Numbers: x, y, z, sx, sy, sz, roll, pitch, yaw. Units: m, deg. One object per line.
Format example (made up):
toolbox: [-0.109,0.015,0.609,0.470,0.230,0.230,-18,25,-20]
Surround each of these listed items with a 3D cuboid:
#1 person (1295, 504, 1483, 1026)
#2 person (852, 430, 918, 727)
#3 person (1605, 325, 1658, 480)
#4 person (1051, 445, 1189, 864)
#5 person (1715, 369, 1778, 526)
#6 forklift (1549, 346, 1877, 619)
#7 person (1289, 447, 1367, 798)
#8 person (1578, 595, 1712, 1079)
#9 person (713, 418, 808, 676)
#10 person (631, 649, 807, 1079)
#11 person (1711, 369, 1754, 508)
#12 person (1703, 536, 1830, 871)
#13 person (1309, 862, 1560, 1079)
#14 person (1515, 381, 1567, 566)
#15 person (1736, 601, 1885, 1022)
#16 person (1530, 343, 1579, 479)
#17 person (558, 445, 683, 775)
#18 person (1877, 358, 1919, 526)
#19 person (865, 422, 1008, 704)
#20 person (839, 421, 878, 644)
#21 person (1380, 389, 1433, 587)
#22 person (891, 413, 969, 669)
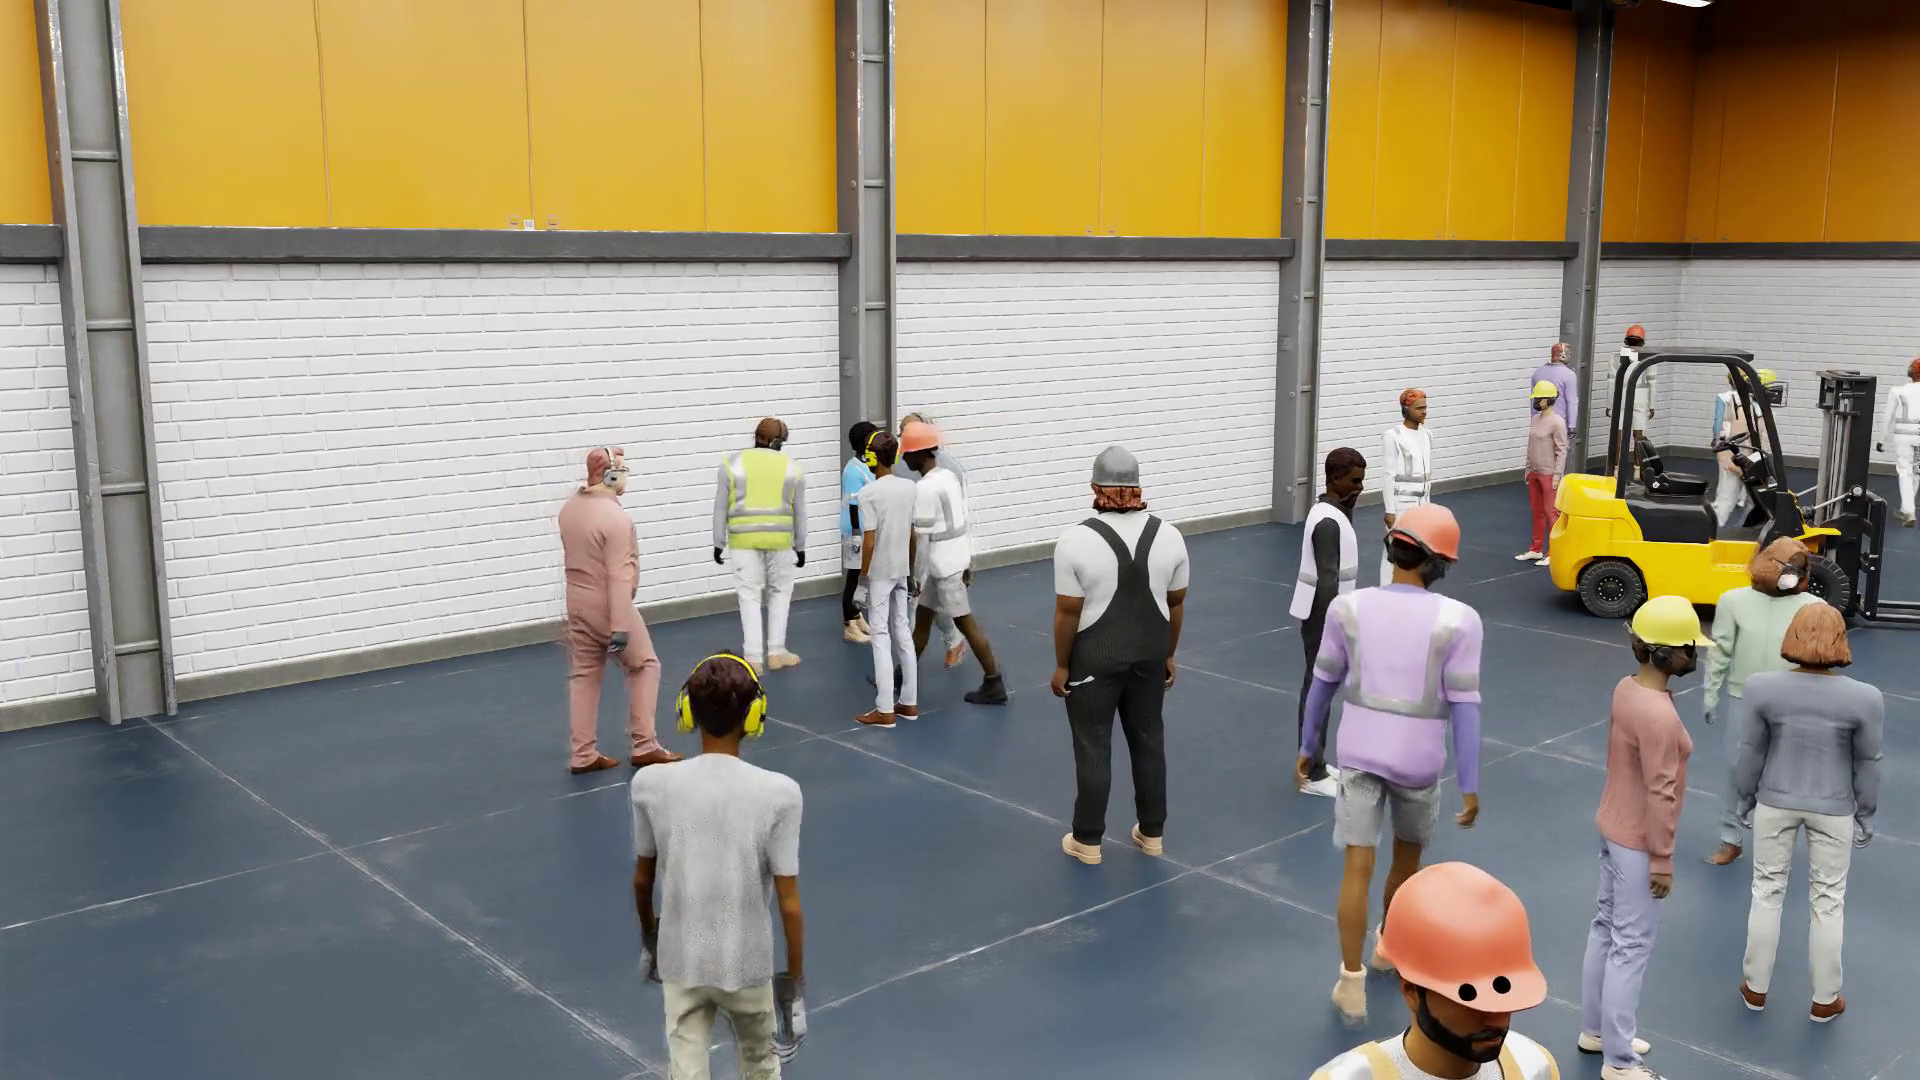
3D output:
person: [1.691,0.842,6.564,0.736,1.978,0.902,5,11,26]
person: [-0.469,0.243,10.435,0.309,1.864,0.535,8,13,40]
person: [8.820,-1.802,21.878,0.615,2.042,0.372,4,10,20]
person: [0.737,0.547,8.135,0.686,2.000,0.535,-3,10,-18]
person: [7.563,-0.695,15.913,1.016,1.875,0.604,-3,10,-18]
forklift: [6.109,-0.478,13.691,2.313,2.155,1.214,3,10,16]
person: [2.013,0.440,9.143,0.398,1.913,0.589,2,10,13]
person: [2.441,1.063,5.921,0.331,1.768,0.527,1,10,7]
person: [-1.403,0.047,11.792,0.670,1.803,0.507,-3,10,-15]
person: [-0.689,1.216,4.822,0.517,1.831,0.848,0,10,0]
person: [9.040,-1.182,19.432,0.514,1.641,0.309,-1,10,-6]
person: [3.864,0.784,7.979,0.552,1.626,0.304,5,11,26]
person: [0.828,1.491,2.914,0.545,1.938,0.357,-5,11,-26]
person: [5.549,-0.635,15.860,0.328,1.767,0.532,-2,10,-13]
person: [3.259,1.042,6.421,0.500,1.636,0.284,6,11,30]
person: [7.197,-1.425,20.085,0.401,1.904,0.646,-5,11,-28]
person: [-1.941,0.395,9.504,0.648,1.885,0.727,9,13,43]
person: [10.464,-1.075,18.244,0.581,1.846,0.964,2,10,11]
person: [-0.130,0.159,10.931,0.998,1.871,0.543,2,10,12]
person: [-0.755,-0.065,12.719,0.317,1.697,0.540,1,10,8]
person: [3.615,-0.276,13.421,0.573,1.883,0.356,-8,13,-40]
person: [-0.221,0.045,11.561,0.669,1.892,1.047,8,12,39]
